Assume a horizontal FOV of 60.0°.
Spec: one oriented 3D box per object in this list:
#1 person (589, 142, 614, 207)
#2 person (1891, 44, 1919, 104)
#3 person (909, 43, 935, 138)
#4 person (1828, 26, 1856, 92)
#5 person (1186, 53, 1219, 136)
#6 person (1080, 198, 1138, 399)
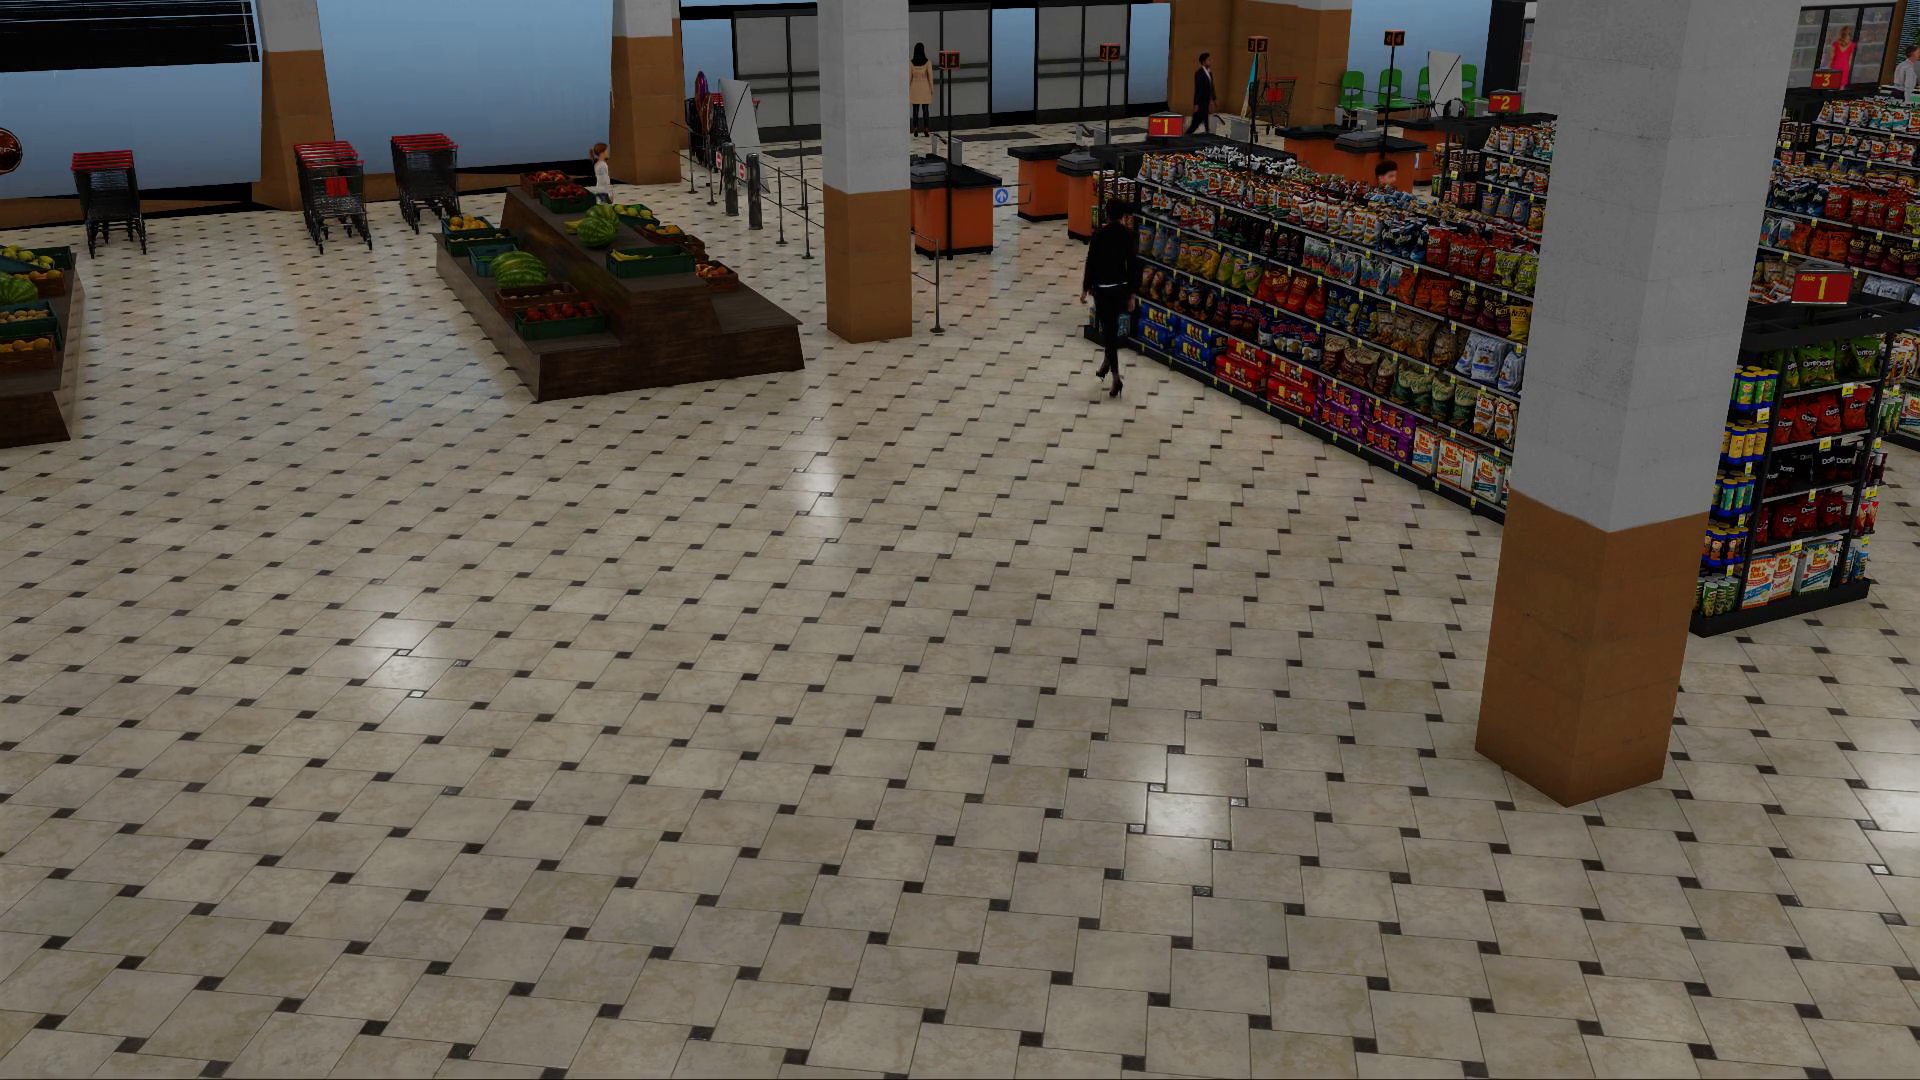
[{"bbox_3d":[-4.714,-4.520,21.733,0.564,1.308,0.571,-12,25,-28],"label":"person"},{"bbox_3d":[16.368,-7.694,28.946,0.781,1.818,0.666,2,22,4],"label":"person"},{"bbox_3d":[-0.728,-8.266,30.552,0.708,1.682,0.709,3,22,6],"label":"person"},{"bbox_3d":[17.647,-9.427,33.390,0.663,1.721,0.712,6,23,15],"label":"person"},{"bbox_3d":[4.083,-7.461,28.555,1.216,1.679,1.063,12,25,27],"label":"person"},{"bbox_3d":[1.423,-2.192,15.267,0.644,1.808,0.958,-8,23,-20],"label":"person"}]
